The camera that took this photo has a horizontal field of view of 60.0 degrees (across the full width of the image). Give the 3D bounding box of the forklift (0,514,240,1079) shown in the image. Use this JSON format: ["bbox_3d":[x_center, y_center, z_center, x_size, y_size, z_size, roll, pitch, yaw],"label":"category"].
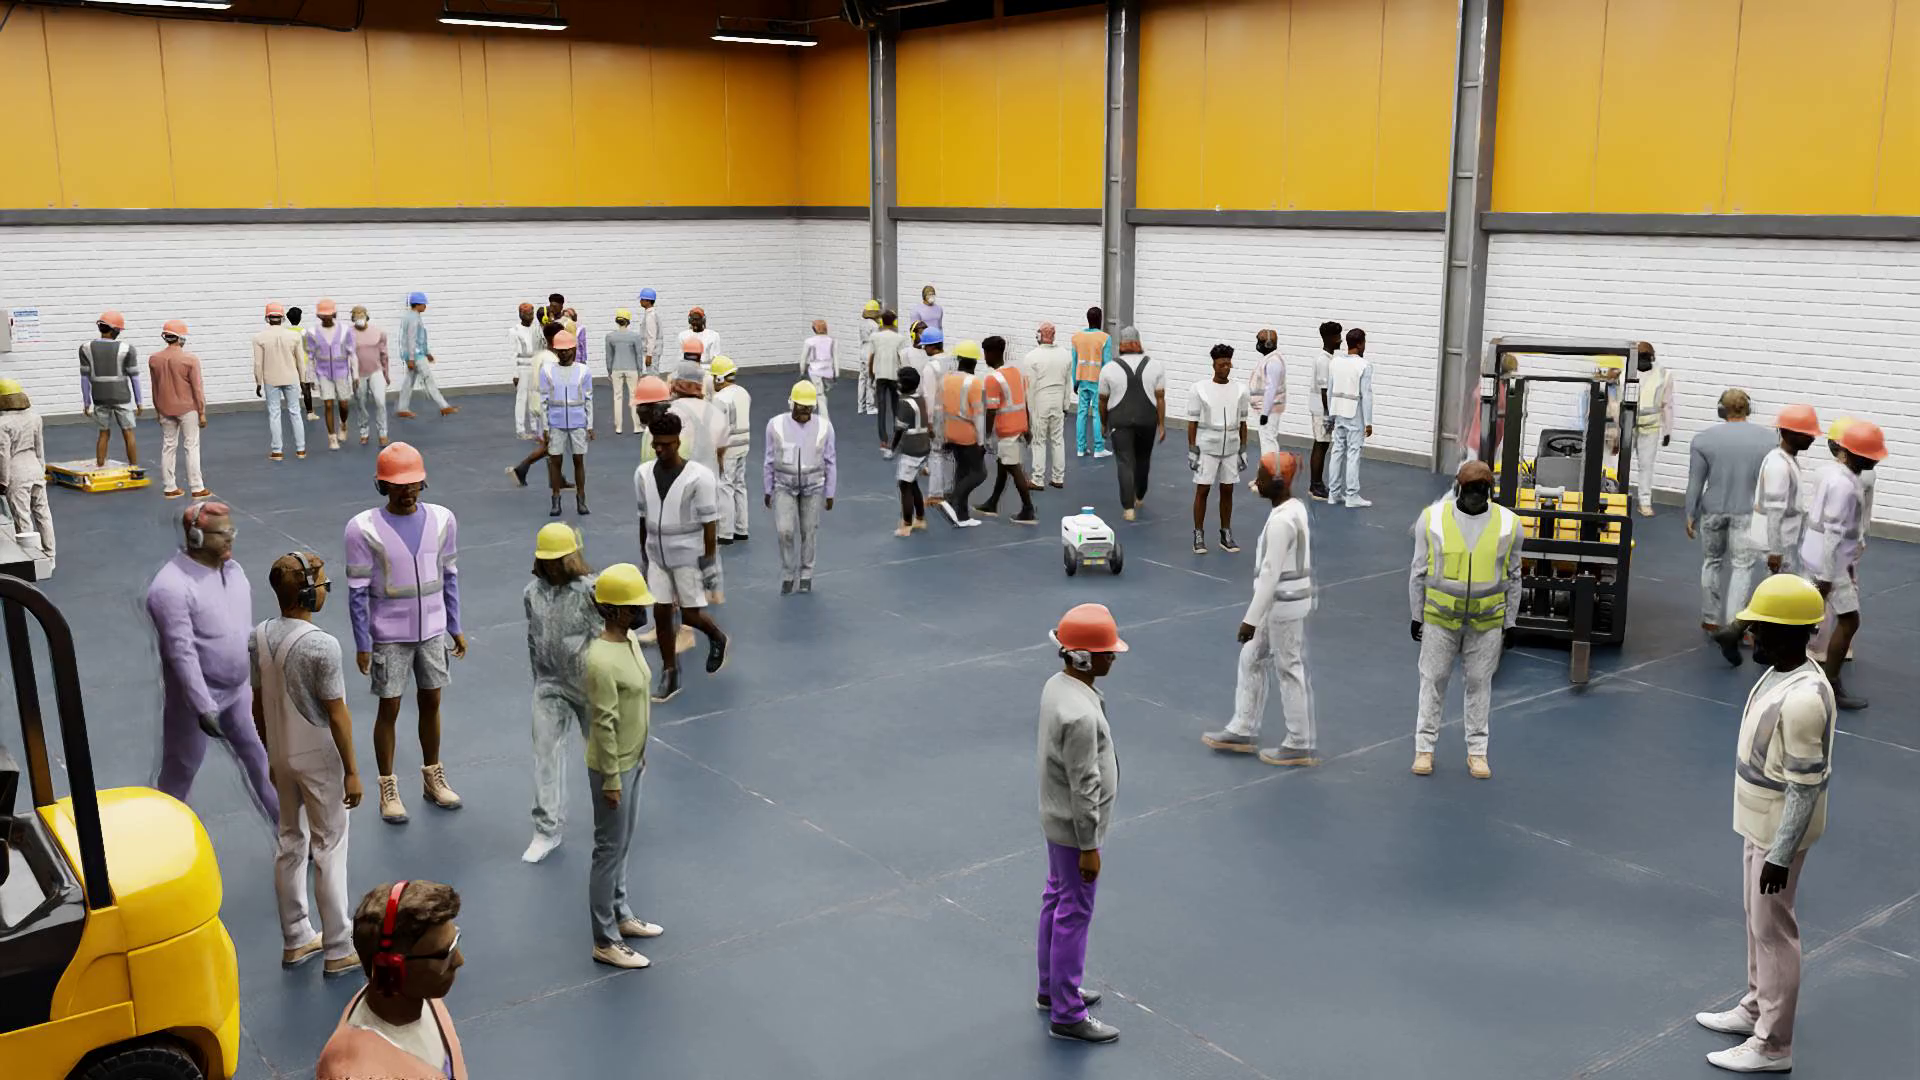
[{"bbox_3d":[-3.687,1.115,5.480,2.313,2.155,1.214,-9,15,-36],"label":"forklift"}]

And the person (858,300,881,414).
[{"bbox_3d":[-1.361,-2.800,25.504,0.324,1.736,0.480,-9,15,-36],"label":"person"}]

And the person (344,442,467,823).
[{"bbox_3d":[-2.930,0.485,8.889,0.611,2.042,0.394,-10,15,-41],"label":"person"}]

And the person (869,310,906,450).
[{"bbox_3d":[-0.968,-2.138,22.124,0.521,1.816,0.948,0,12,1],"label":"person"}]

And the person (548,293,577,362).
[{"bbox_3d":[-5.669,-2.508,23.526,0.613,1.965,0.361,9,14,36],"label":"person"}]

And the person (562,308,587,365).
[{"bbox_3d":[-5.919,-2.734,25.445,0.514,1.630,0.318,4,13,21],"label":"person"}]

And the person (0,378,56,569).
[{"bbox_3d":[-8.286,-0.560,14.672,0.303,1.740,0.485,3,12,14],"label":"person"}]

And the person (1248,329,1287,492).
[{"bbox_3d":[3.469,-1.465,18.820,0.429,1.840,0.626,1,12,4],"label":"person"}]

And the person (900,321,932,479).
[{"bbox_3d":[-0.496,-1.656,19.677,0.326,1.862,0.512,11,16,43],"label":"person"}]

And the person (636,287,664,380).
[{"bbox_3d":[-4.672,-2.838,25.160,0.383,1.951,0.605,-2,12,-7],"label":"person"}]

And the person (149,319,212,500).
[{"bbox_3d":[-8.576,-1.433,18.305,0.609,1.985,0.408,2,12,8],"label":"person"}]

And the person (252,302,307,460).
[{"bbox_3d":[-8.603,-2.010,21.051,0.621,1.992,0.397,-7,14,-32],"label":"person"}]

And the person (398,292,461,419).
[{"bbox_3d":[-7.988,-2.751,24.851,0.984,1.899,0.614,-5,13,-21],"label":"person"}]

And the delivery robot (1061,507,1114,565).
[{"bbox_3d":[1.137,-0.052,14.868,0.477,0.478,0.707,-2,12,-9],"label":"delivery robot"}]

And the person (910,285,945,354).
[{"bbox_3d":[-0.500,-3.022,26.081,0.637,1.937,0.357,-10,15,-40],"label":"person"}]

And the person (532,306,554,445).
[{"bbox_3d":[-5.571,-2.202,22.319,0.323,1.861,0.522,-5,13,-23],"label":"person"}]

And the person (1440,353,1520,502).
[{"bbox_3d":[4.908,-0.853,15.772,1.046,1.889,0.642,4,12,18],"label":"person"}]

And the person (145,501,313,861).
[{"bbox_3d":[-3.598,0.737,8.134,0.994,1.856,0.639,3,12,16],"label":"person"}]

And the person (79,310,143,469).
[{"bbox_3d":[-9.741,-1.621,19.129,0.618,2.028,0.408,-3,12,-13],"label":"person"}]

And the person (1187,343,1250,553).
[{"bbox_3d":[2.413,-0.854,15.541,0.607,1.966,0.367,-2,12,-12],"label":"person"}]

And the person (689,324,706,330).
[{"bbox_3d":[-3.608,-2.208,22.914,0.280,1.624,0.493,4,12,17],"label":"person"}]

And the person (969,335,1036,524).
[{"bbox_3d":[0.415,-1.127,16.997,0.894,1.908,0.635,7,13,29],"label":"person"}]

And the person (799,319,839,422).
[{"bbox_3d":[-1.955,-2.313,23.483,0.519,1.596,0.868,-5,13,-21],"label":"person"}]

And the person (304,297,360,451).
[{"bbox_3d":[-8.229,-2.182,21.842,0.663,2.016,0.622,-4,12,-18],"label":"person"}]

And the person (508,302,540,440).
[{"bbox_3d":[-5.936,-2.315,22.829,0.349,1.879,0.568,7,14,31],"label":"person"}]

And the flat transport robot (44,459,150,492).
[{"bbox_3d":[-10.007,-0.764,19.223,1.431,0.197,0.652,10,16,41],"label":"flat transport robot"}]

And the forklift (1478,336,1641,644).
[{"bbox_3d":[4.683,-0.471,13.136,1.214,2.155,2.313,4,12,20],"label":"forklift"}]

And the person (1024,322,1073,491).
[{"bbox_3d":[0.959,-1.515,18.879,0.655,1.906,0.407,-8,14,-33],"label":"person"}]

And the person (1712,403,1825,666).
[{"bbox_3d":[5.666,-0.014,11.602,0.583,1.916,0.581,7,14,30],"label":"person"}]

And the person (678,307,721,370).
[{"bbox_3d":[-3.414,-2.112,21.842,0.577,1.879,0.356,2,12,7],"label":"person"}]

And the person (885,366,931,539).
[{"bbox_3d":[-0.486,-0.866,16.274,0.399,1.684,0.529,3,12,12],"label":"person"}]
